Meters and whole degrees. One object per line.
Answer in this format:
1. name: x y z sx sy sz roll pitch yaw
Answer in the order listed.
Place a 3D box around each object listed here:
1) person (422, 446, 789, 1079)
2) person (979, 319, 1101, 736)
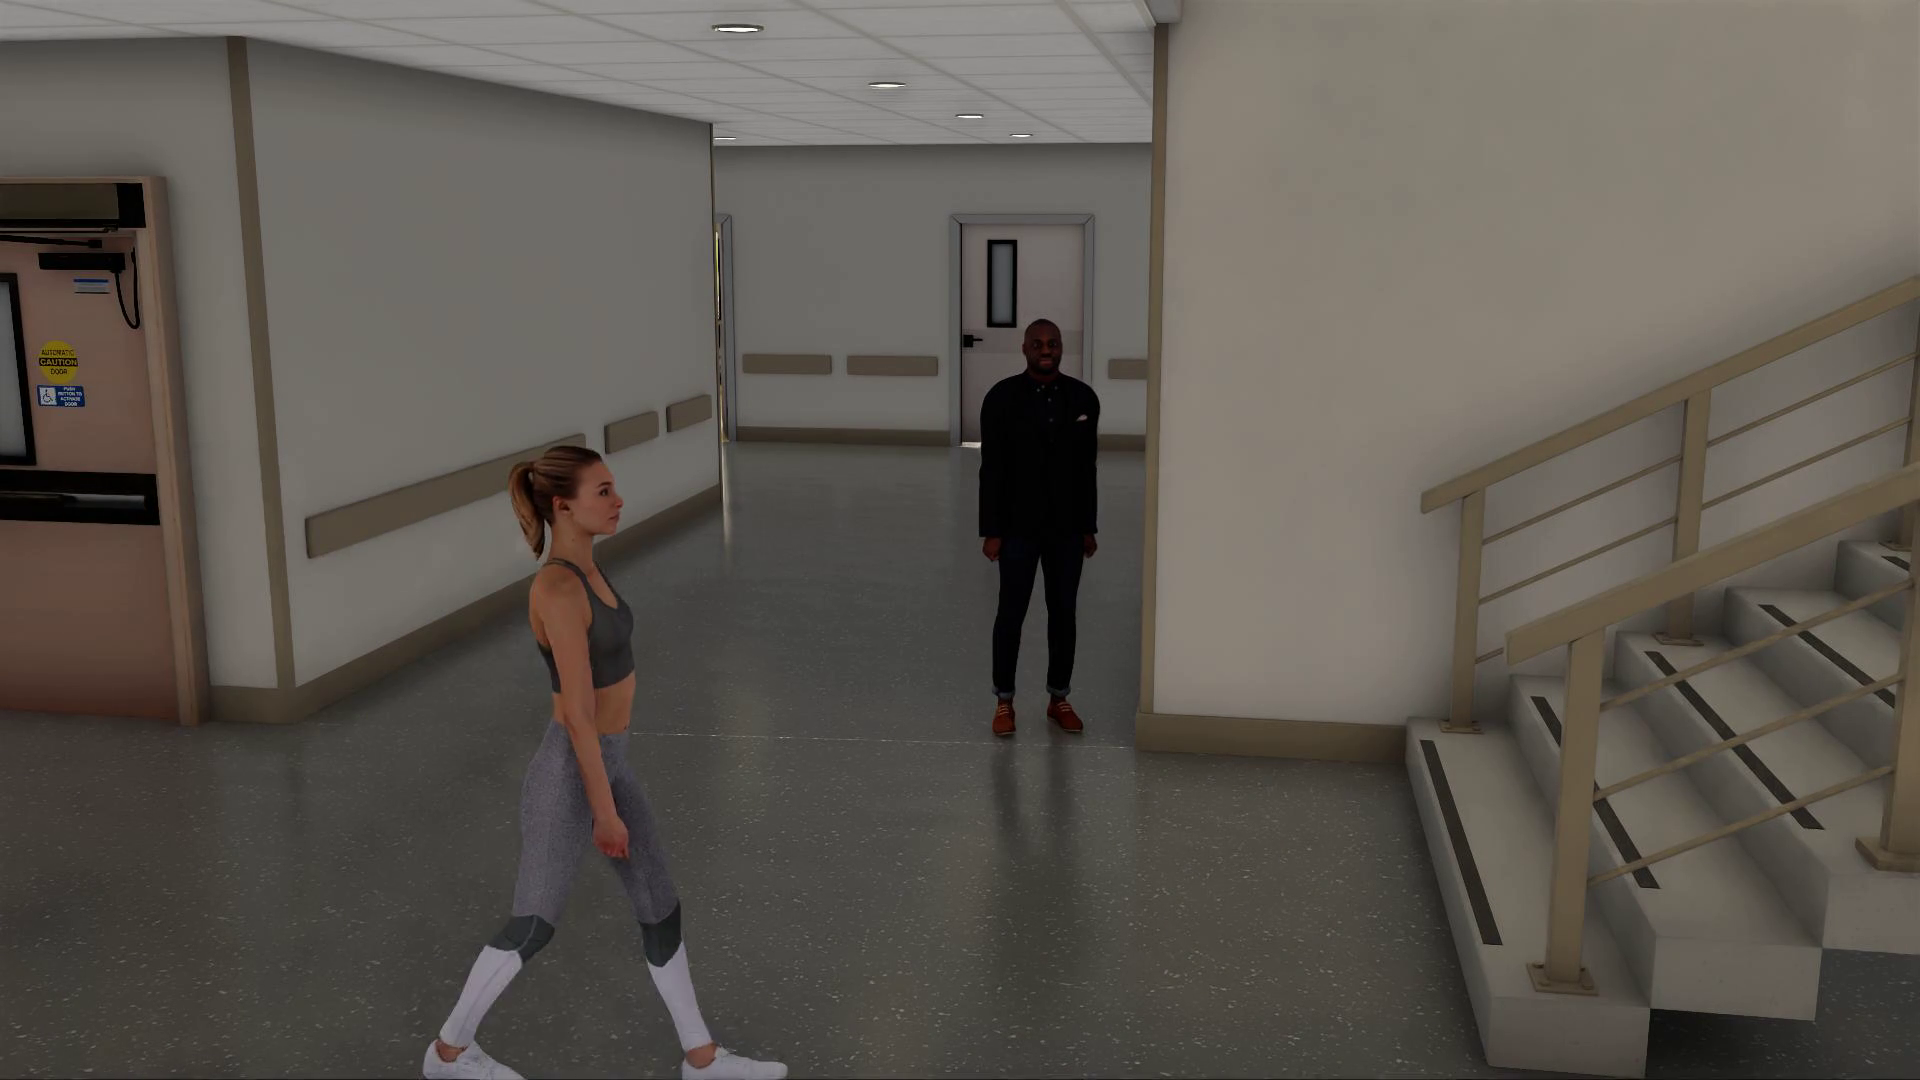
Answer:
1. person: -1.012 0.632 4.071 1.172 1.658 0.709 0 11 1
2. person: 0.354 -0.057 7.278 0.675 1.817 0.835 -2 11 -12
